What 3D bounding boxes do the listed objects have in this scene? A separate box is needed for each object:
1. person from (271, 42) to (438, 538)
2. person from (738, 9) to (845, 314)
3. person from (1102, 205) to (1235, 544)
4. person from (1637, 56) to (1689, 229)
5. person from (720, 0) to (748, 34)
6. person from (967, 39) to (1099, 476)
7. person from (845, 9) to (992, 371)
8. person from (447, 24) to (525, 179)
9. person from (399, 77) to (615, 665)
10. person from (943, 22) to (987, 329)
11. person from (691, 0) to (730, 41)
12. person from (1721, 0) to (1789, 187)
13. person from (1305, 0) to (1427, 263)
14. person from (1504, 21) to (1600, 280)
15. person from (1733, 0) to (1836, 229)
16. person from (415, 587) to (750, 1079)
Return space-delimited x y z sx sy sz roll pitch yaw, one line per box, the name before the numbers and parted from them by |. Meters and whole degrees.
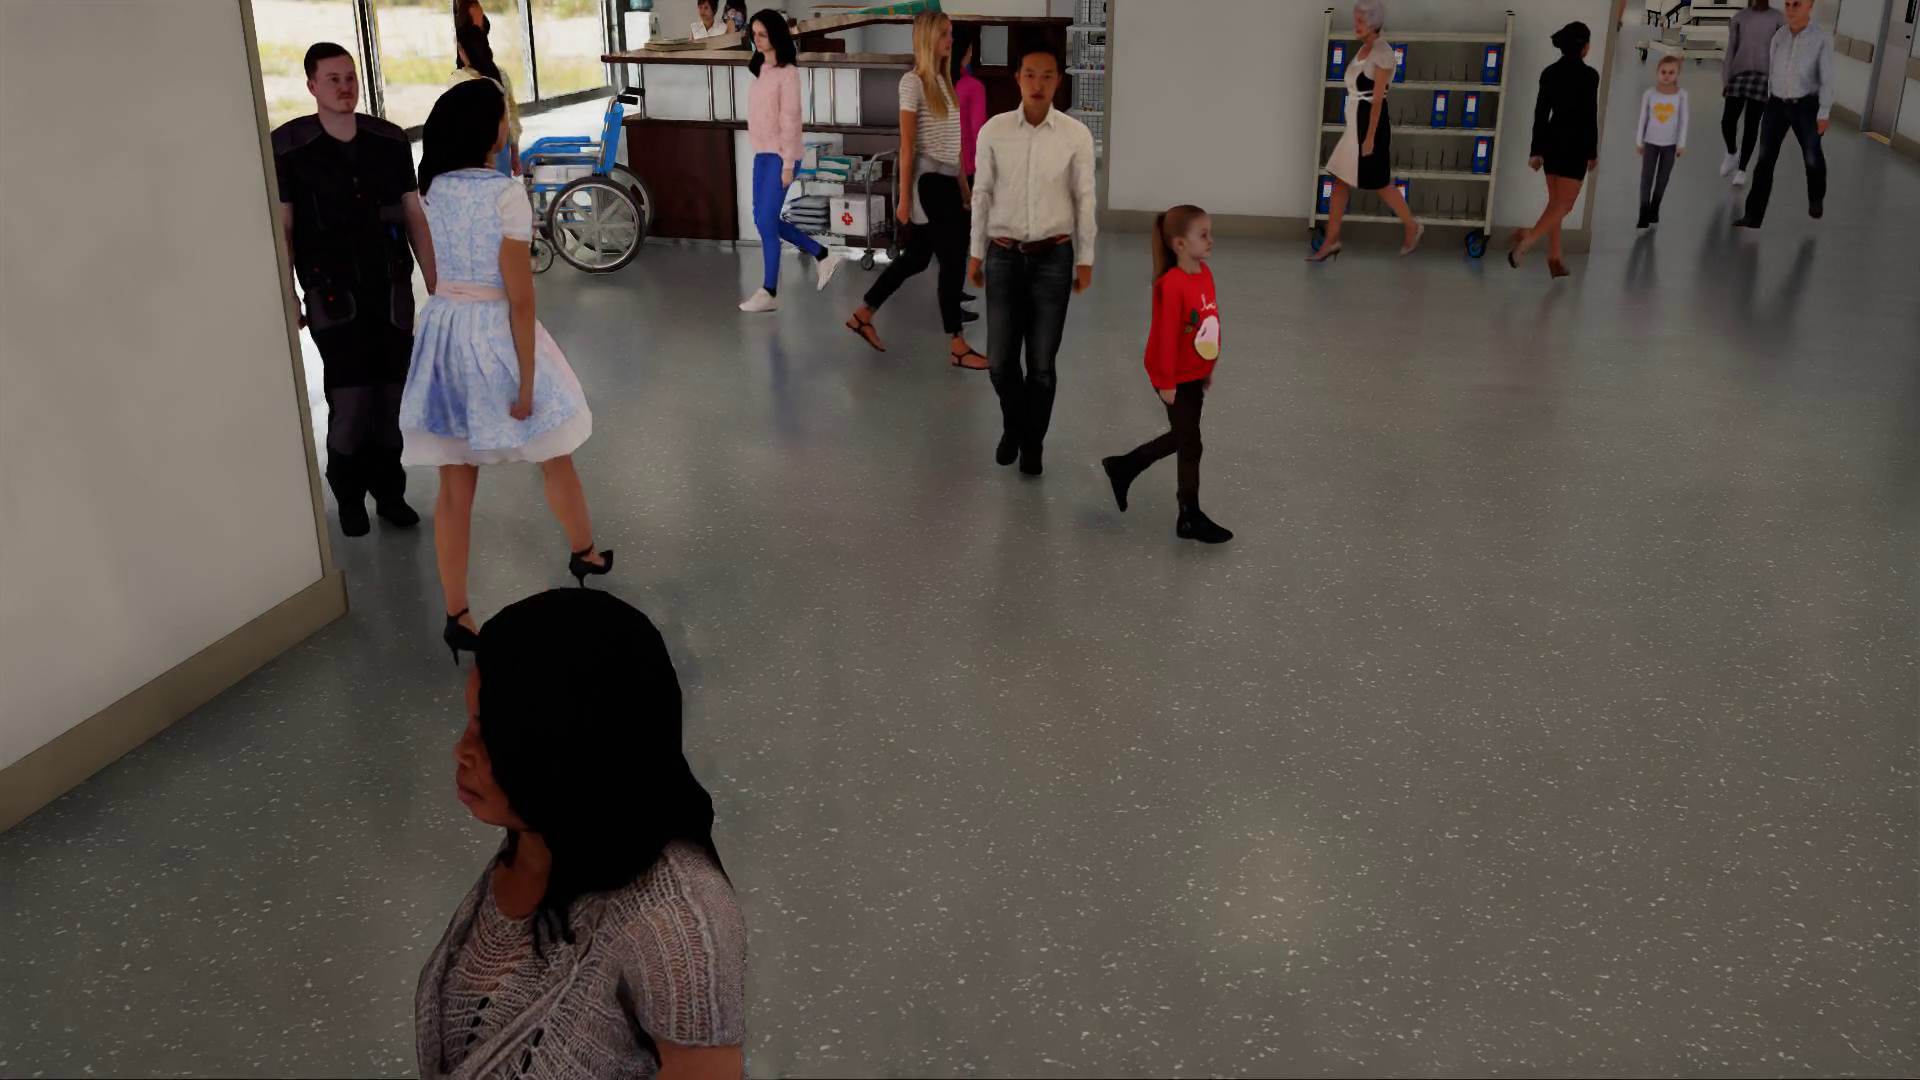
person | -2.318 -0.941 6.323 0.827 1.835 0.846 -17 27 -38
person | -0.994 -2.198 9.773 1.058 1.742 0.991 -10 23 -25
person | 0.795 -0.627 6.290 0.837 1.272 0.603 11 24 27
person | 5.301 -2.992 12.567 0.851 1.249 0.598 8 22 20
person | -2.169 -4.583 16.083 0.549 1.733 0.608 3 21 9
person | 0.305 -1.172 6.982 0.616 1.800 0.798 2 21 6
person | -0.253 -1.783 8.609 1.126 1.791 0.631 7 22 18
person | -2.930 -2.395 10.466 0.805 1.619 0.810 10 23 24
person | -1.528 -0.468 5.161 1.014 1.775 0.739 6 21 15
person | -0.085 -2.081 9.554 0.810 1.679 0.755 -13 25 -31
person | -2.380 -4.429 15.931 0.538 1.552 0.672 0 21 -1
person | 6.900 -3.992 14.484 0.735 1.761 0.768 11 23 26
person | 2.809 -2.670 11.058 1.171 1.715 0.947 -4 21 -10
person | 3.751 -2.392 10.470 1.003 1.611 0.967 -13 25 -31
person | 6.245 -3.171 12.351 1.254 1.736 1.355 -18 27 -40
person | -0.334 0.800 2.079 1.059 1.585 1.020 -13 24 -31
